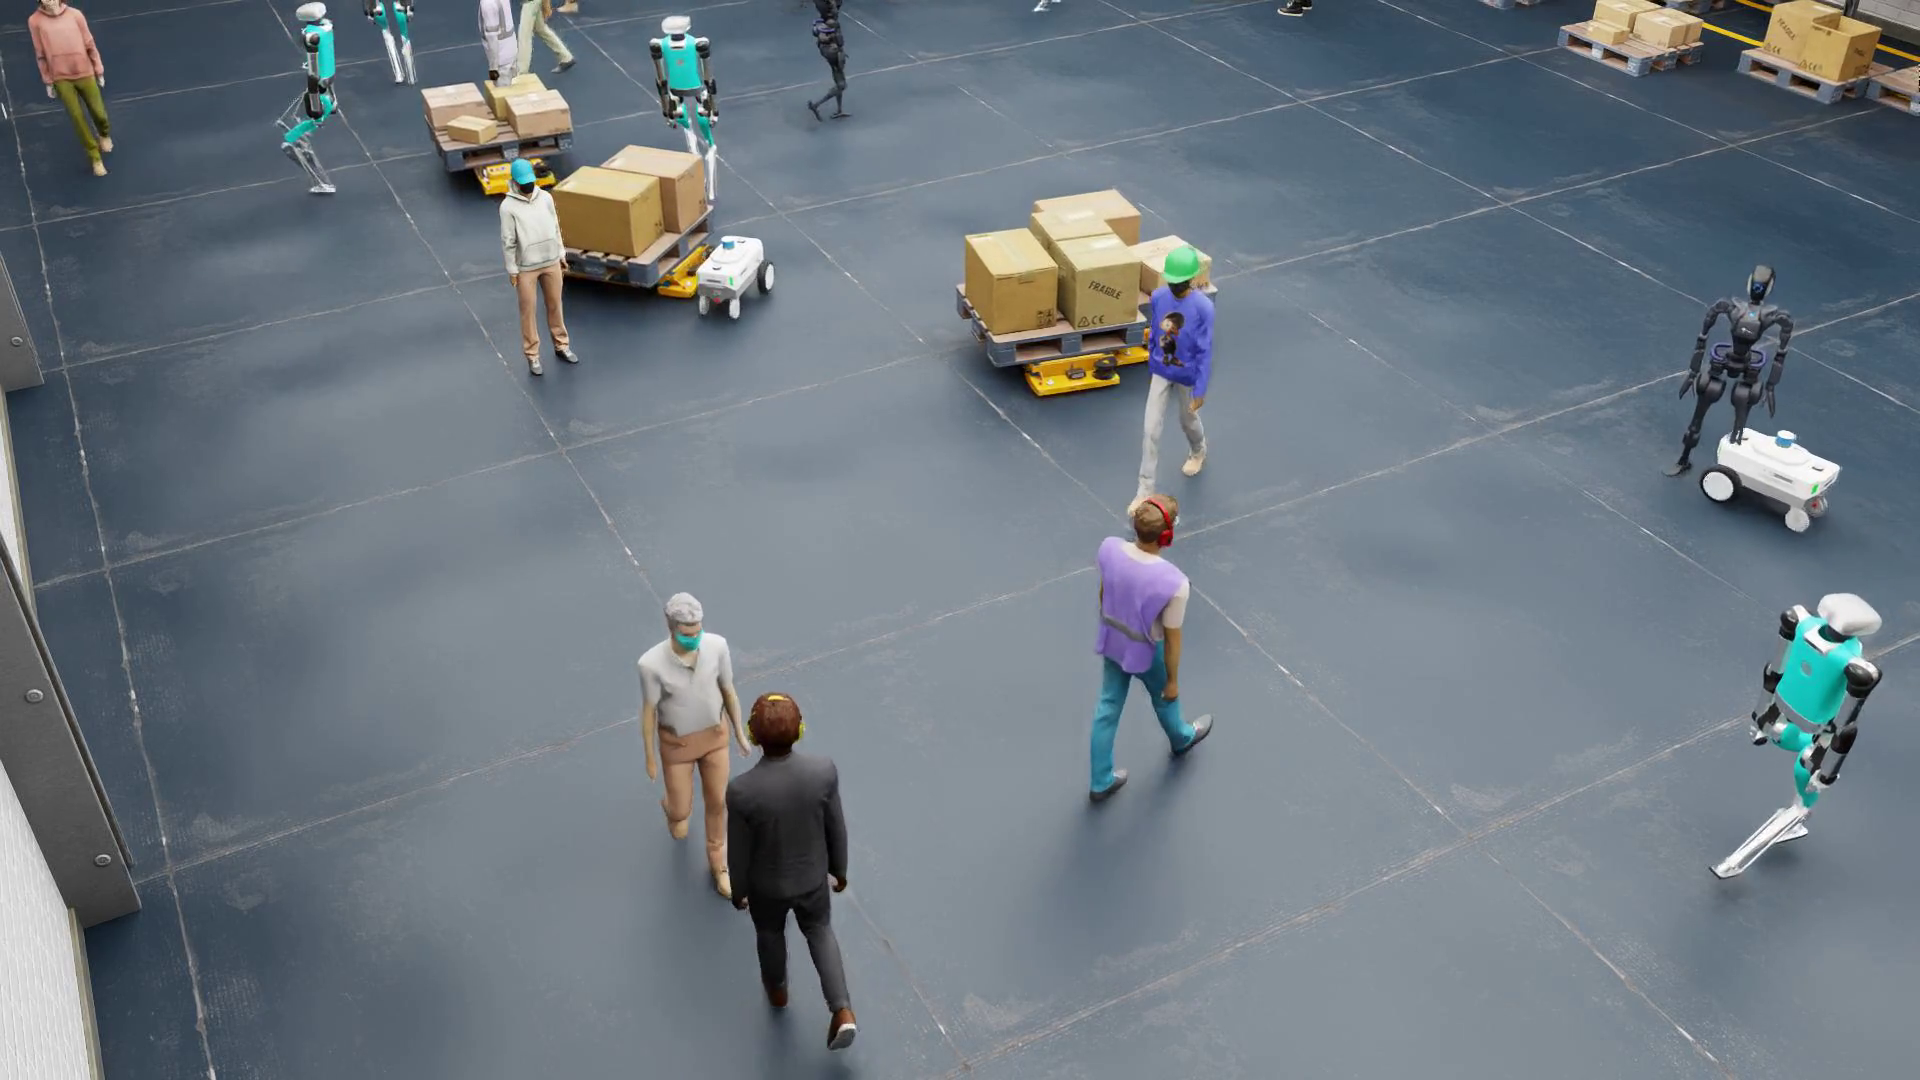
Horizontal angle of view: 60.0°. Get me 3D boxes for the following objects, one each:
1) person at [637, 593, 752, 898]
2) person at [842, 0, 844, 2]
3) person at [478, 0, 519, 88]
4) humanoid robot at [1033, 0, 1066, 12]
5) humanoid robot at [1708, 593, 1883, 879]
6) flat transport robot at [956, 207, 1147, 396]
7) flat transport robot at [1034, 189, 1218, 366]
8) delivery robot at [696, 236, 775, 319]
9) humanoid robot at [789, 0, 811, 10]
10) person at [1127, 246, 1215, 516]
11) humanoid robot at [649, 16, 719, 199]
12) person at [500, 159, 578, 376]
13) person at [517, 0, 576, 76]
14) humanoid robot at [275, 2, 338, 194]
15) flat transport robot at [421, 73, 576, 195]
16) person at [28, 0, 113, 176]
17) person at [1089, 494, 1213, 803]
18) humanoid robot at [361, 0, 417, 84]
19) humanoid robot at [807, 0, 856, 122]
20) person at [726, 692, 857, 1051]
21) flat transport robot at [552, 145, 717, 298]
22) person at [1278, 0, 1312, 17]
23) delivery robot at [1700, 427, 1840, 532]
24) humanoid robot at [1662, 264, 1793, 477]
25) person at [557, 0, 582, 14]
[{"bbox_3d":[-1.301,0.956,8.079,0.503,1.726,0.592,-18,39,-24],"label":"person"},{"bbox_3d":[-1.440,-7.360,19.784,0.537,1.918,0.579,-1,35,-2],"label":"person"},{"bbox_3d":[-4.418,-4.634,15.888,0.385,1.930,0.542,0,35,0],"label":"person"},{"bbox_3d":[1.111,-7.144,19.664,0.795,1.803,0.530,-1,35,-1],"label":"humanoid robot"},{"bbox_3d":[4.165,0.948,8.064,0.968,1.730,0.556,-13,37,-17],"label":"humanoid robot"},{"bbox_3d":[0.682,-1.567,12.953,0.659,0.231,1.431,-10,36,-14],"label":"flat transport robot"},{"bbox_3d":[1.269,-1.835,13.336,0.659,0.231,1.431,-11,37,-16],"label":"flat transport robot"},{"bbox_3d":[-1.866,-2.192,13.609,0.499,0.609,0.807,9,36,13],"label":"delivery robot"},{"bbox_3d":[-1.891,-7.158,19.738,0.432,1.644,0.612,-10,36,-15],"label":"humanoid robot"},{"bbox_3d":[1.448,-1.118,10.959,0.470,1.835,0.913,19,39,25],"label":"person"},{"bbox_3d":[-2.421,-3.932,15.083,0.552,1.793,0.845,1,35,1],"label":"humanoid robot"},{"bbox_3d":[-3.155,-2.048,12.412,0.477,1.674,0.377,-24,42,-30],"label":"person"},{"bbox_3d":[-4.511,-5.702,17.531,0.940,1.792,0.575,-25,42,-31],"label":"person"},{"bbox_3d":[-5.940,-3.965,15.104,0.732,1.783,0.533,0,35,0],"label":"humanoid robot"},{"bbox_3d":[-4.395,-3.708,16.010,0.659,0.231,1.431,-15,38,-20],"label":"flat transport robot"},{"bbox_3d":[-8.311,-4.354,15.580,0.530,1.821,0.537,-16,38,-22],"label":"person"},{"bbox_3d":[1.007,0.513,8.638,0.592,1.804,0.906,28,44,34],"label":"person"},{"bbox_3d":[-6.007,-5.601,17.500,0.533,1.863,0.728,-11,36,-15],"label":"humanoid robot"},{"bbox_3d":[-1.316,-5.004,16.641,0.496,1.648,0.607,-12,37,-17],"label":"humanoid robot"},{"bbox_3d":[-0.724,1.478,7.231,0.527,1.849,0.675,-12,37,-17],"label":"person"},{"bbox_3d":[-2.776,-2.358,14.083,1.431,0.231,0.659,11,37,16],"label":"flat transport robot"},{"bbox_3d":[4.037,-7.140,19.444,0.369,1.958,0.603,19,39,25],"label":"person"},{"bbox_3d":[5.415,-0.457,11.133,0.499,0.611,0.792,-27,43,-33],"label":"delivery robot"},{"bbox_3d":[5.119,-1.064,11.001,0.600,1.649,0.344,15,38,21],"label":"humanoid robot"},{"bbox_3d":[-4.707,-7.030,19.511,0.376,1.684,0.542,3,35,4],"label":"person"}]
